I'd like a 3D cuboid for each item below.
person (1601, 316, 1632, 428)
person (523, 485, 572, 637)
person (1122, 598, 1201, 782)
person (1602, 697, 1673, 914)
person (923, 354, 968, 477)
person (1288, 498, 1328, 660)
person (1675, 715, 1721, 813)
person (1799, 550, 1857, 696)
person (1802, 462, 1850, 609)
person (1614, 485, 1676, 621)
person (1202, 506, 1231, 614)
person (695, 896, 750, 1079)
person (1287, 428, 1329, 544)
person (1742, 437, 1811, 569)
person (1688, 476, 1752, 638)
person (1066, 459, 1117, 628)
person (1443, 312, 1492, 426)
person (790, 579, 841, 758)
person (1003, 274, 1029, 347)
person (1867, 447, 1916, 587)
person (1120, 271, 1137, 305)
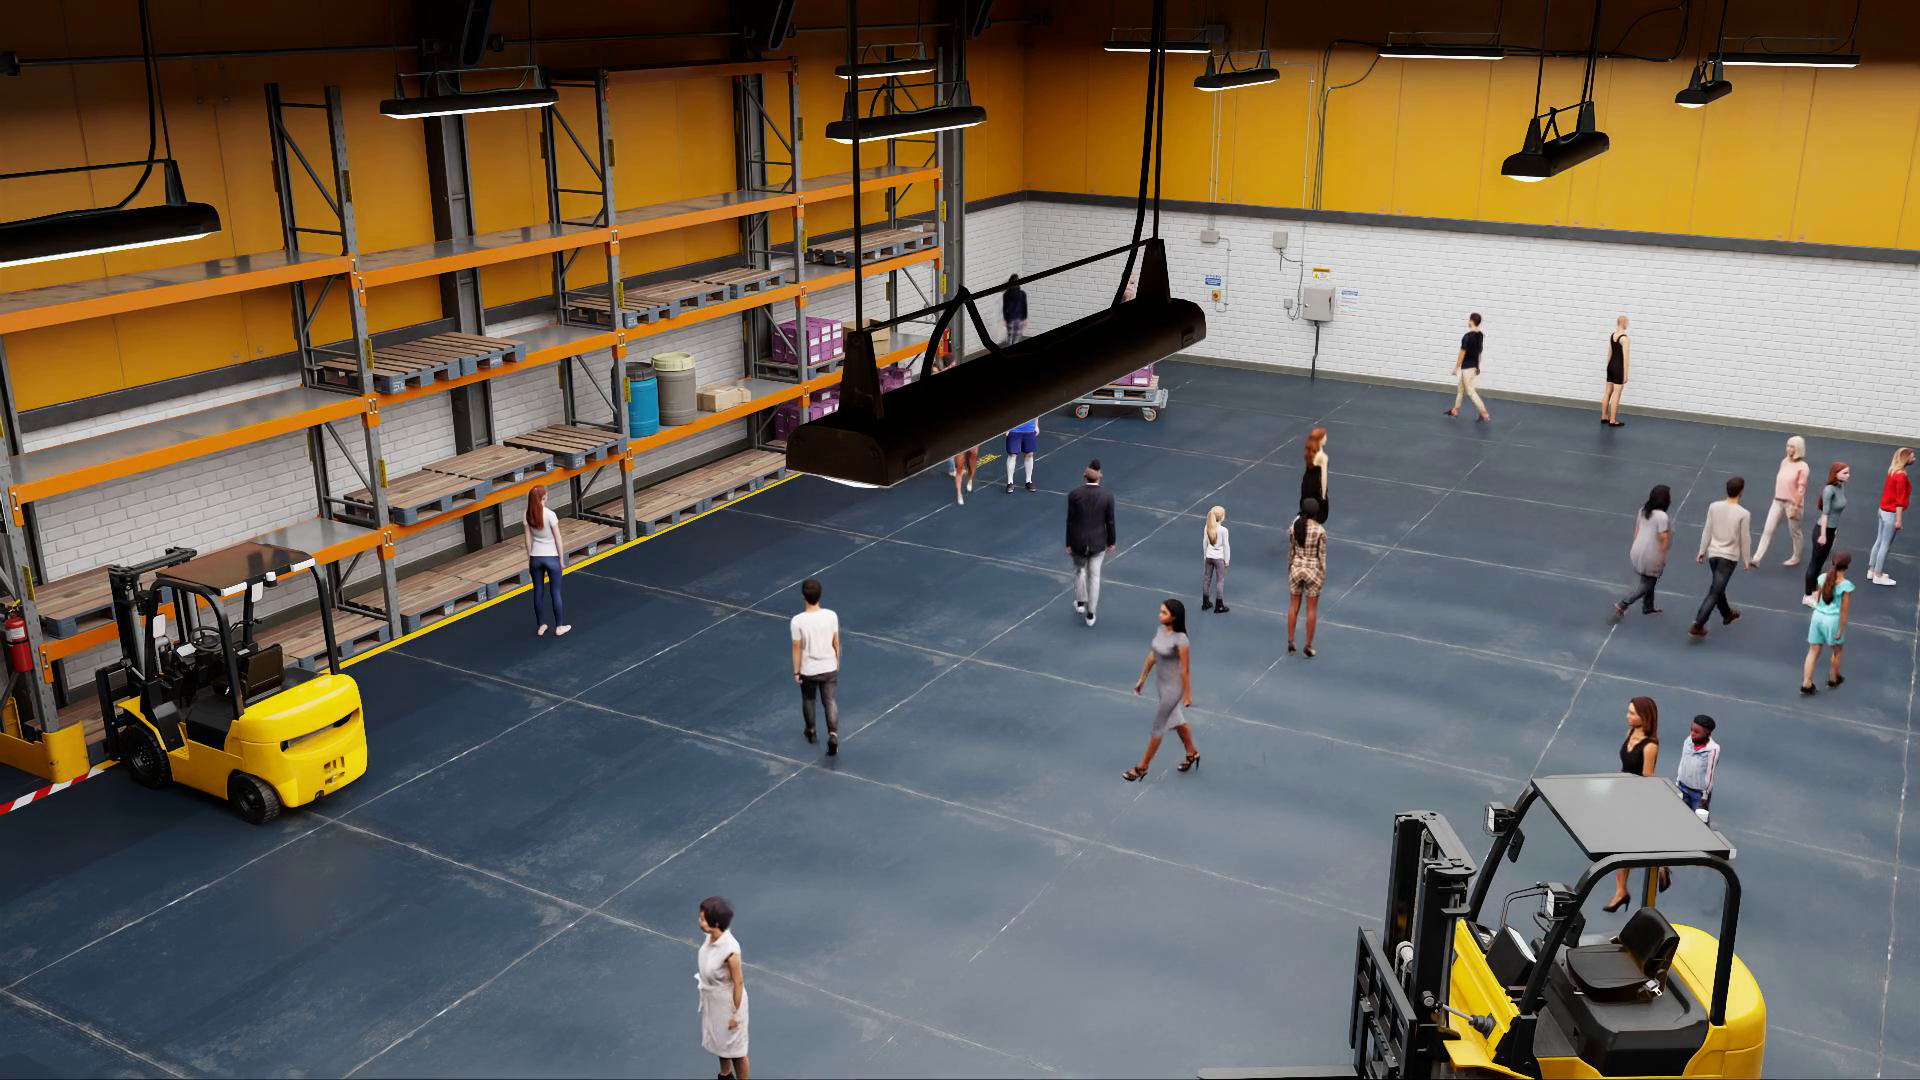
[{"bbox_3d":[10.815,-2.795,27.416,0.765,1.815,0.686,-4,19,-11],"label":"person"},{"bbox_3d":[-4.638,0.227,18.559,0.635,1.739,0.645,2,19,7],"label":"person"},{"bbox_3d":[1.998,1.369,15.168,1.133,1.740,1.011,-7,20,-19],"label":"person"},{"bbox_3d":[5.315,2.085,12.911,0.889,1.823,0.868,-2,19,-5],"label":"person"},{"bbox_3d":[-0.273,-1.810,24.466,1.119,1.831,0.966,-10,21,-27],"label":"person"},{"bbox_3d":[3.736,0.408,17.945,0.581,1.789,0.553,11,22,30],"label":"person"},{"bbox_3d":[6.173,2.042,13.926,0.615,1.257,0.571,-9,21,-25],"label":"person"},{"bbox_3d":[8.828,0.864,16.993,0.944,1.533,0.759,-15,24,-37],"label":"person"},{"bbox_3d":[10.135,-0.076,19.457,0.566,1.742,0.693,-16,25,-40],"label":"person"},{"bbox_3d":[7.805,0.167,18.986,1.046,1.581,1.005,-4,19,-11],"label":"person"},{"bbox_3d":[2.964,0.215,19.316,0.523,1.279,0.541,15,24,38],"label":"person"},{"bbox_3d":[-1.516,2.970,10.708,0.654,1.552,0.638,-12,22,-31],"label":"person"},{"bbox_3d":[4.467,-0.641,21.346,0.925,1.607,0.812,-10,21,-27],"label":"person"},{"bbox_3d":[10.338,-0.428,20.611,1.166,1.672,1.058,-7,20,-19],"label":"person"},{"bbox_3d":[8.398,0.236,18.411,1.311,1.818,1.034,-12,22,-32],"label":"person"},{"bbox_3d":[1.465,0.044,18.805,0.940,1.930,1.049,1,19,4],"label":"person"},{"bbox_3d":[8.472,-2.790,27.399,0.923,1.816,1.172,18,25,42],"label":"person"},{"bbox_3d":[-1.323,1.218,15.681,1.044,1.698,1.103,-5,19,-15],"label":"person"},{"bbox_3d":[1.043,-4.191,31.711,0.754,1.719,0.864,3,19,10],"label":"person"},{"bbox_3d":[11.298,-0.306,20.197,0.734,1.704,0.561,4,19,12],"label":"person"},{"bbox_3d":[3.068,-4.081,30.724,0.781,1.844,0.700,-4,19,-12],"label":"person"}]
